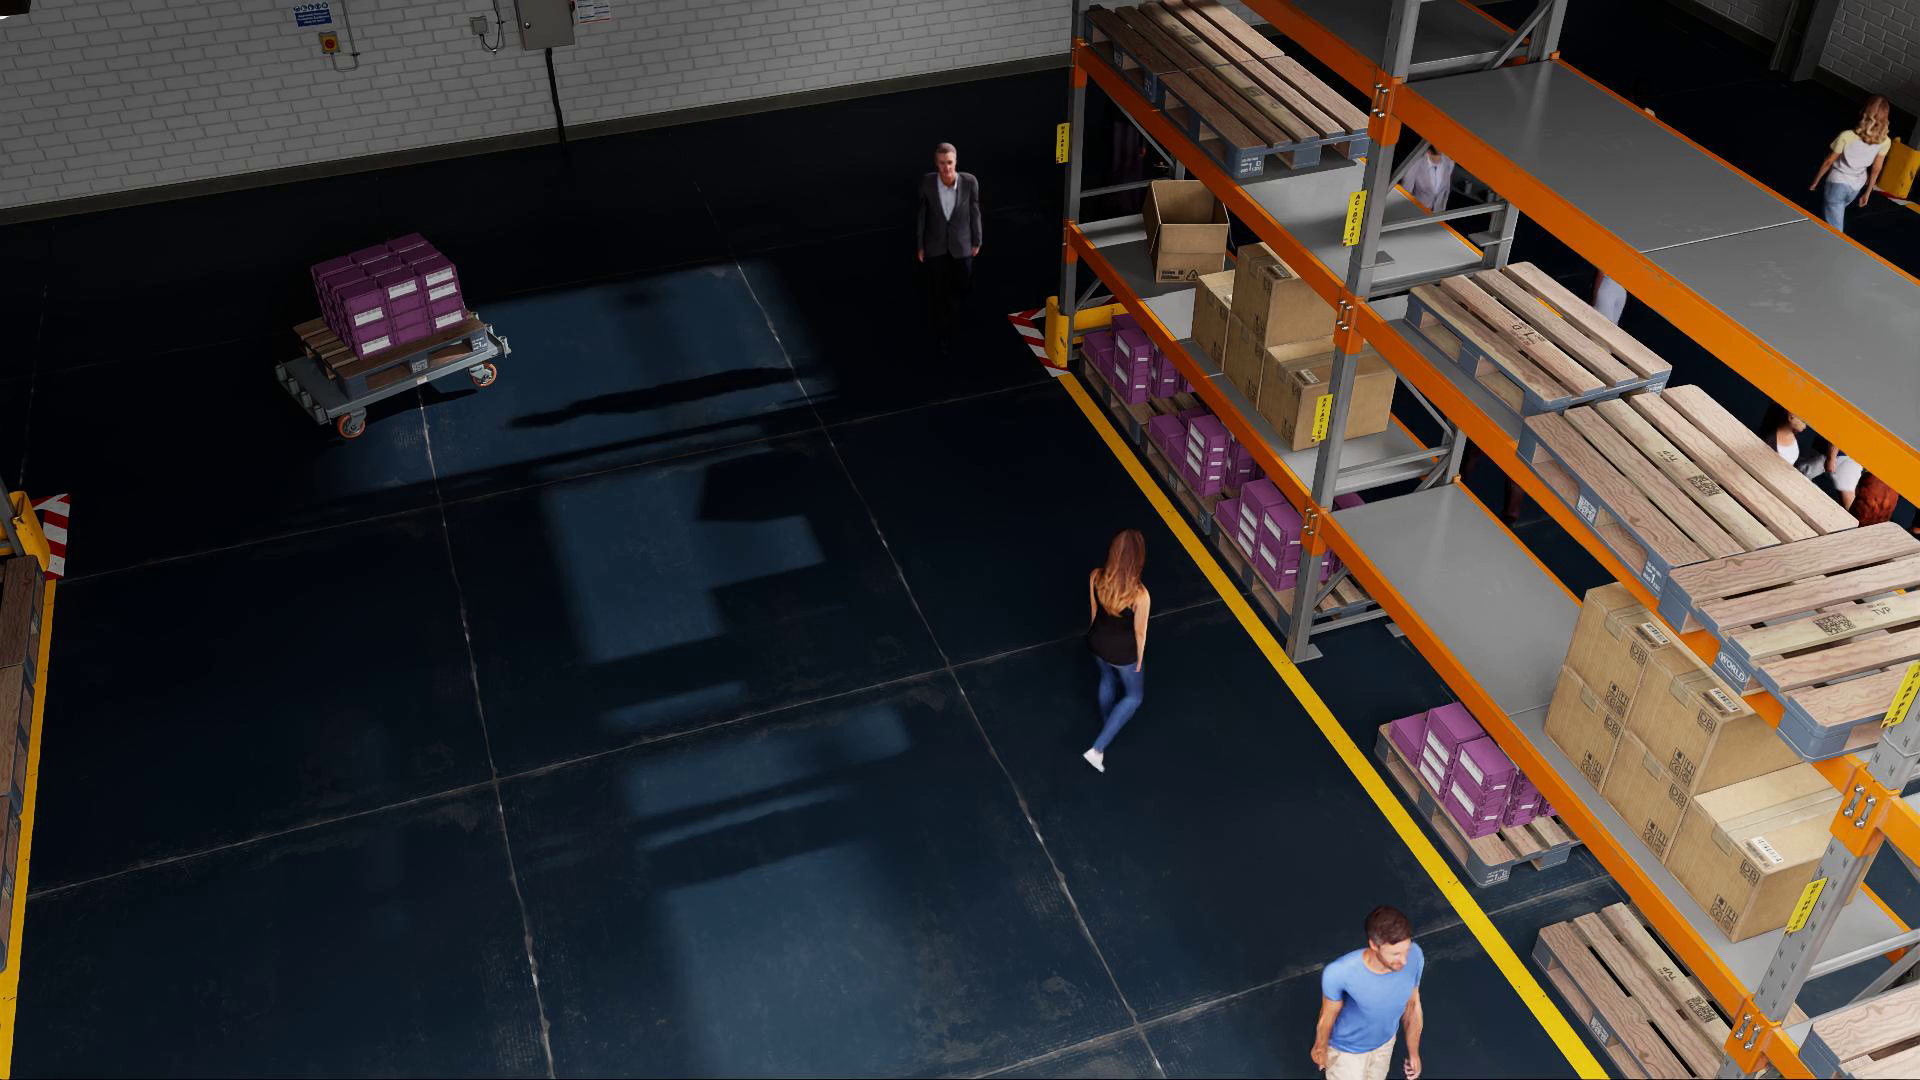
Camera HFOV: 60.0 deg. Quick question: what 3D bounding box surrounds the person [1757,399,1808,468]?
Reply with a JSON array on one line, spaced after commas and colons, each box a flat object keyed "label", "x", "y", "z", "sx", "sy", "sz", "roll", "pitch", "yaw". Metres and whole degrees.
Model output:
[{"label": "person", "x": 5.408, "y": -0.369, "z": 11.443, "sx": 0.564, "sy": 1.518, "sz": 1.044, "roll": -11, "pitch": 40, "yaw": -13}]

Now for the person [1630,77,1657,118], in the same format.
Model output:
[{"label": "person", "x": 5.949, "y": -3.343, "z": 14.998, "sx": 0.629, "sy": 1.729, "sz": 0.621, "roll": -3, "pitch": 39, "yaw": -3}]

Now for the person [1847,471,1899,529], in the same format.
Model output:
[{"label": "person", "x": 5.454, "y": 0.289, "z": 10.410, "sx": 0.573, "sy": 1.780, "sz": 0.484, "roll": -13, "pitch": 40, "yaw": -15}]

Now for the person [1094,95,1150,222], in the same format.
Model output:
[{"label": "person", "x": 1.530, "y": -3.719, "z": 15.568, "sx": 0.942, "sy": 1.605, "sz": 1.073, "roll": 10, "pitch": 40, "yaw": 12}]

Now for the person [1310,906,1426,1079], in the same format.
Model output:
[{"label": "person", "x": 1.842, "y": 2.290, "z": 7.848, "sx": 0.642, "sy": 1.849, "sz": 0.675, "roll": -15, "pitch": 41, "yaw": -18}]

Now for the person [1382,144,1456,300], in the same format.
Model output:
[{"label": "person", "x": 3.871, "y": -2.744, "z": 14.182, "sx": 0.763, "sy": 1.811, "sz": 1.108, "roll": -10, "pitch": 40, "yaw": -12}]

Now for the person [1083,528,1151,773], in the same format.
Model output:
[{"label": "person", "x": 0.897, "y": 0.682, "z": 9.979, "sx": 0.924, "sy": 1.703, "sz": 0.893, "roll": 27, "pitch": 46, "yaw": 30}]

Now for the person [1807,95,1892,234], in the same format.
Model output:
[{"label": "person", "x": 7.796, "y": -3.025, "z": 14.640, "sx": 0.916, "sy": 1.679, "sz": 1.223, "roll": 1, "pitch": 39, "yaw": 1}]

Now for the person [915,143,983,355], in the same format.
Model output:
[{"label": "person", "x": -0.106, "y": -2.487, "z": 13.852, "sx": 0.868, "sy": 1.822, "sz": 1.049, "roll": -3, "pitch": 39, "yaw": -3}]
